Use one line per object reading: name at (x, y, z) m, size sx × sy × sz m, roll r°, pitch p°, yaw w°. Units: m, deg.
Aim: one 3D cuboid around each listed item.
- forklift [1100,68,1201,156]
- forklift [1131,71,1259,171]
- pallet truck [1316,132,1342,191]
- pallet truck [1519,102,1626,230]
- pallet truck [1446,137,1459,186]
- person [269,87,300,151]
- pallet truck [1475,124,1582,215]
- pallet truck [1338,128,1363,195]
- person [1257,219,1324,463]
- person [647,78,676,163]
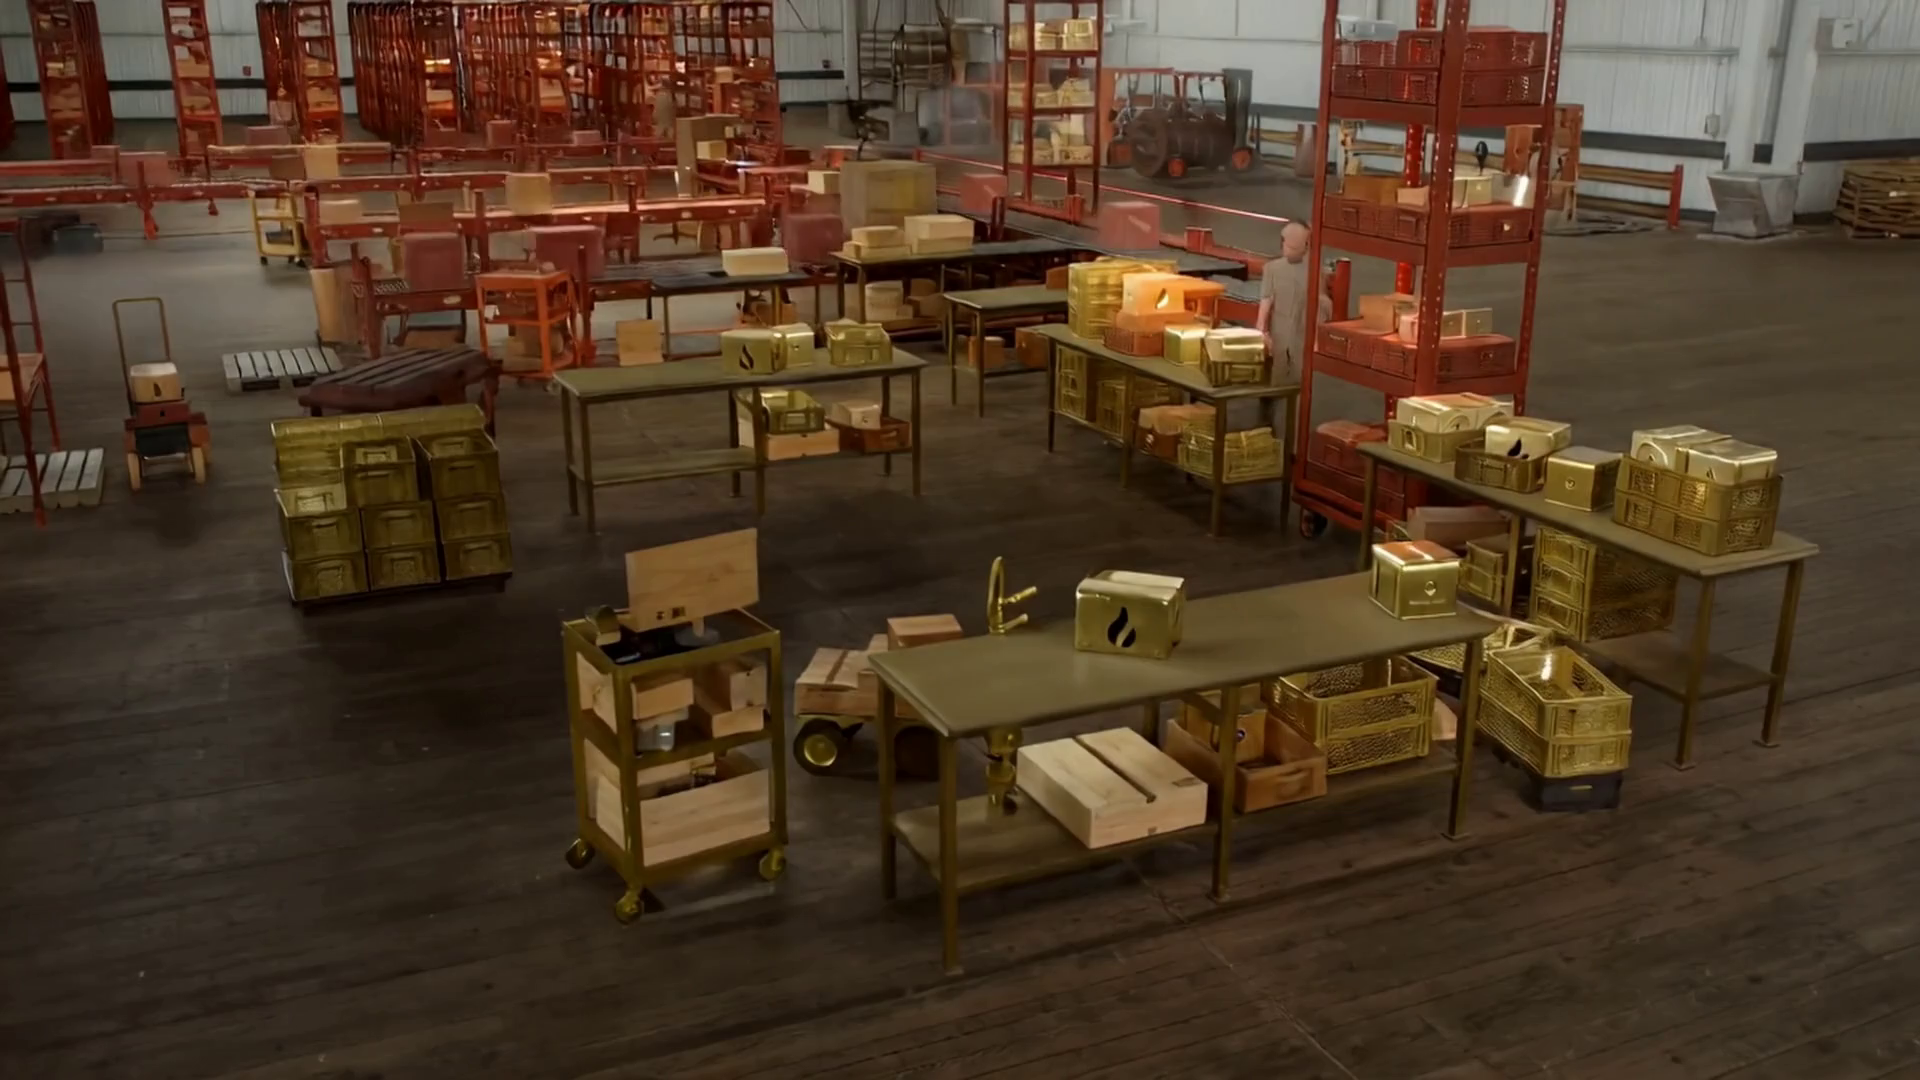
forklift at (4.082, -9.564, 37.410) m, size 2.680 × 1.987 × 1.157 m, roll -8°, pitch 19°, yaw -23°
forklift at (4.998, -8.936, 35.413) m, size 2.680 × 1.987 × 1.157 m, roll -9°, pitch 20°, yaw -25°
pallet truck at (7.723, -7.504, 32.656) m, size 1.601 × 1.201 × 0.680 m, roll -8°, pitch 19°, yaw -23°
pallet truck at (9.972, -6.037, 26.785) m, size 1.885 × 1.965 × 0.823 m, roll -9°, pitch 20°, yaw -25°
pallet truck at (9.184, -6.485, 29.328) m, size 1.630 × 1.274 × 0.653 m, roll -8°, pitch 19°, yaw -23°
person at (-14.916, -9.102, 36.766) m, size 0.599 × 1.795 × 0.890 m, roll -6°, pitch 19°, yaw -20°
pallet truck at (9.707, -6.455, 28.103) m, size 1.885 × 1.965 × 0.823 m, roll -7°, pitch 19°, yaw -20°
pallet truck at (7.845, -7.140, 31.411) m, size 1.522 × 1.261 × 0.704 m, roll -9°, pitch 20°, yaw -25°
person at (2.519, -1.518, 12.760) m, size 0.508 × 1.872 × 0.329 m, roll -1°, pitch 18°, yaw -4°
person at (-6.735, -9.223, 36.878) m, size 0.902 × 1.954 × 0.666 m, roll -1°, pitch 18°, yaw -2°
